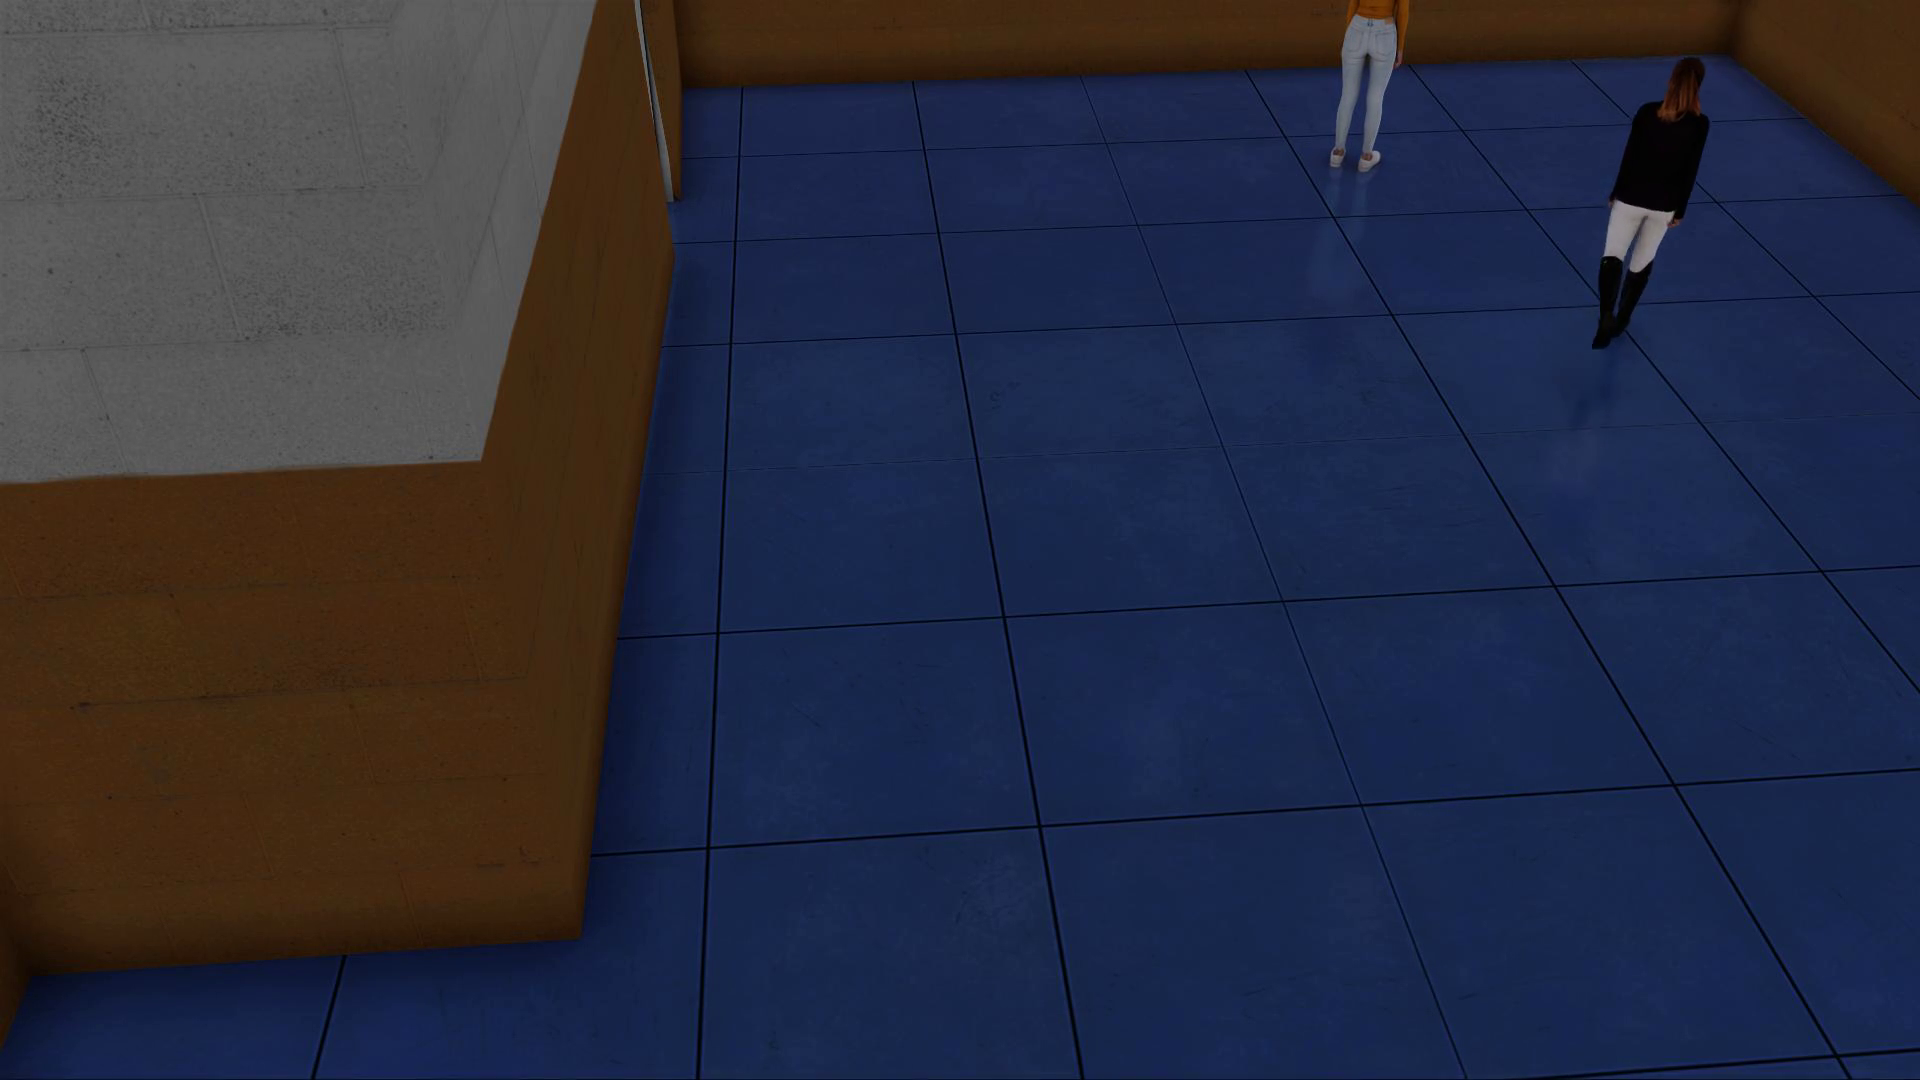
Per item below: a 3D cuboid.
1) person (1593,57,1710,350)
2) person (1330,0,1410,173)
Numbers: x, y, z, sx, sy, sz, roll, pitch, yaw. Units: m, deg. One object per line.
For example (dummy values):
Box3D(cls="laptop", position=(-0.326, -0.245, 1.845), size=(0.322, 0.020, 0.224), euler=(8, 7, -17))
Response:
Box3D(cls="person", position=(3.799, -1.814, 9.250), size=(0.990, 1.715, 0.913), euler=(15, 39, 19))
Box3D(cls="person", position=(2.796, -3.371, 11.312), size=(0.611, 1.749, 0.713), euler=(15, 39, 18))
